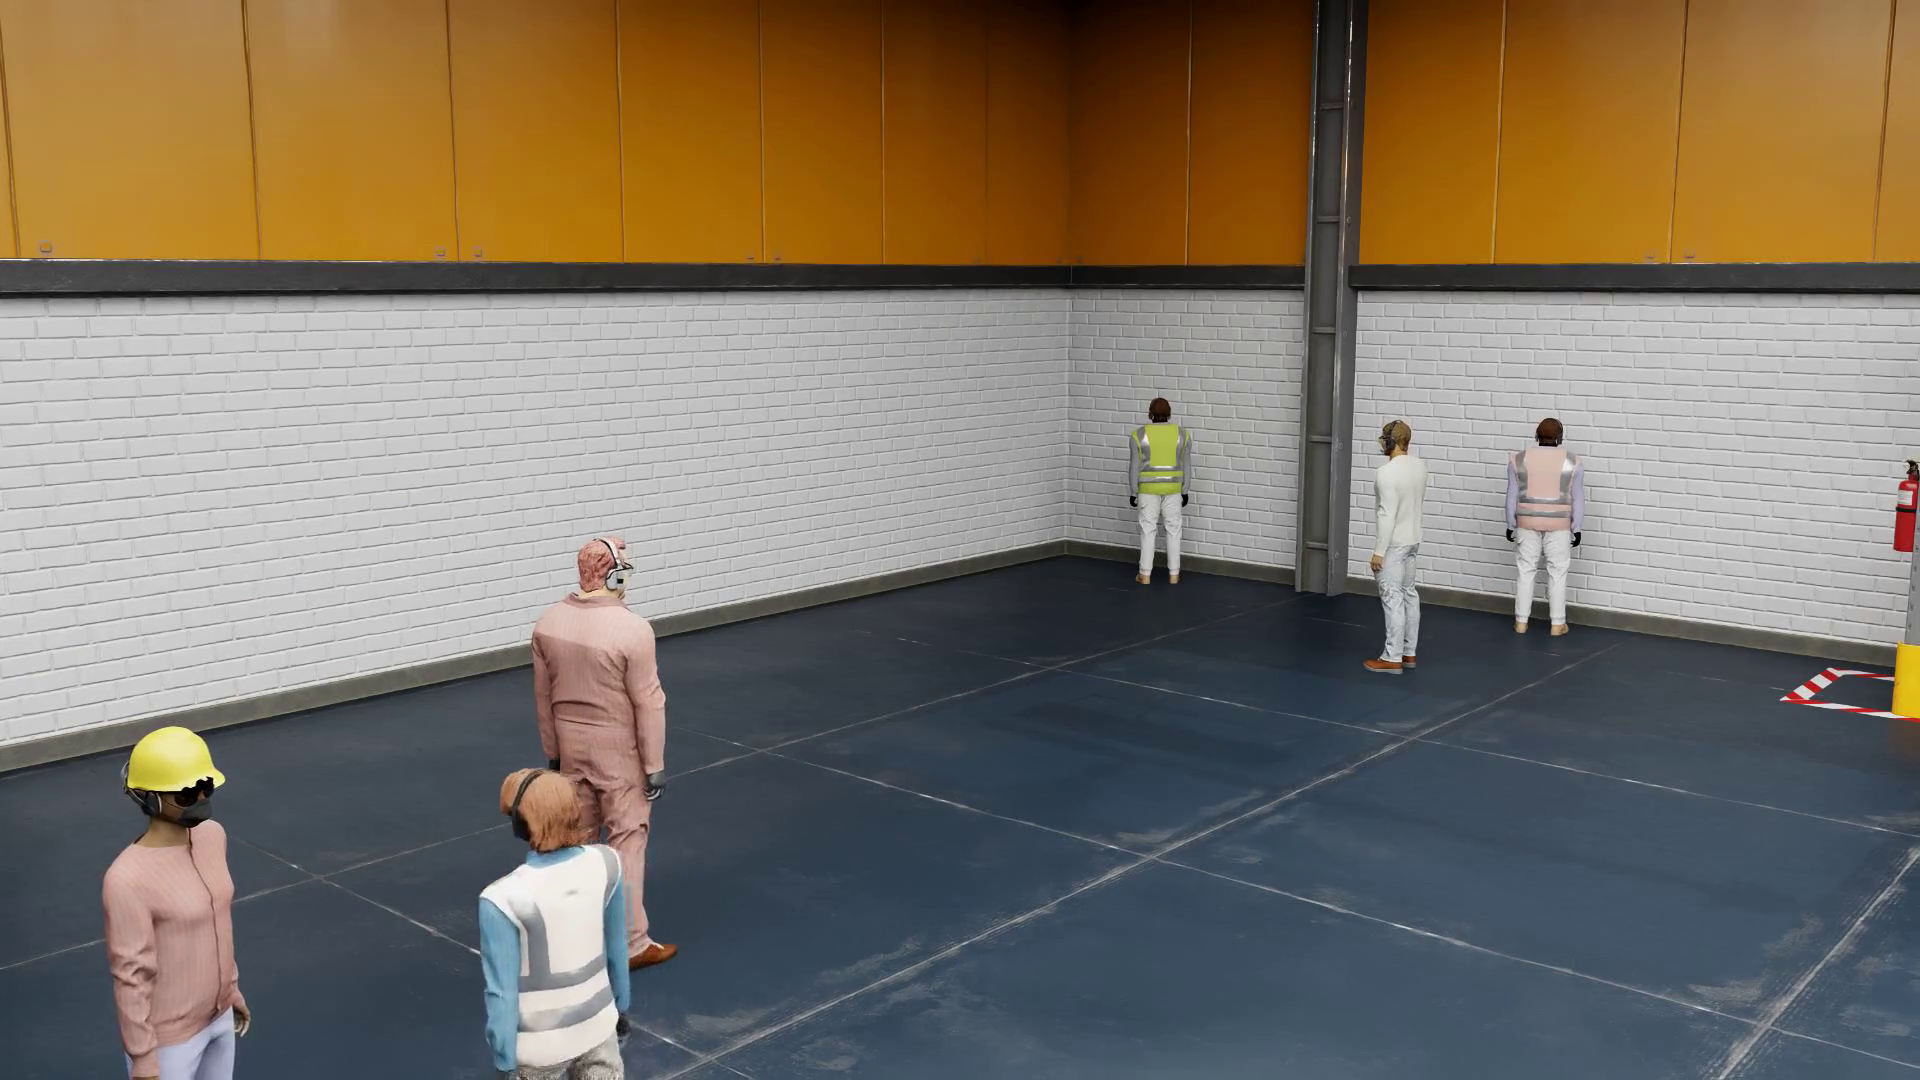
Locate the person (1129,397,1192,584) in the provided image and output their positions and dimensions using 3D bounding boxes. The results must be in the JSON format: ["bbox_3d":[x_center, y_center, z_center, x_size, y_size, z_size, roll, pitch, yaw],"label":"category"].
[{"bbox_3d":[1.957,-0.480,16.350,0.626,1.846,0.429,-1,9,-5],"label":"person"}]

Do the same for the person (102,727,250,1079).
[{"bbox_3d":[-2.224,1.397,4.802,0.310,1.768,0.533,1,9,6],"label":"person"}]

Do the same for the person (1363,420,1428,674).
[{"bbox_3d":[3.334,0.051,12.715,0.353,1.937,0.635,8,12,40],"label":"person"}]

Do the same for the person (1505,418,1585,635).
[{"bbox_3d":[4.941,-0.116,14.068,0.636,1.842,0.429,4,10,24],"label":"person"}]

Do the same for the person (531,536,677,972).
[{"bbox_3d":[-1.543,0.929,7.302,0.646,1.907,0.401,5,10,28],"label":"person"}]

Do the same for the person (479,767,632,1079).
[{"bbox_3d":[-1.113,1.465,4.853,0.726,1.616,0.526,7,11,37],"label":"person"}]
